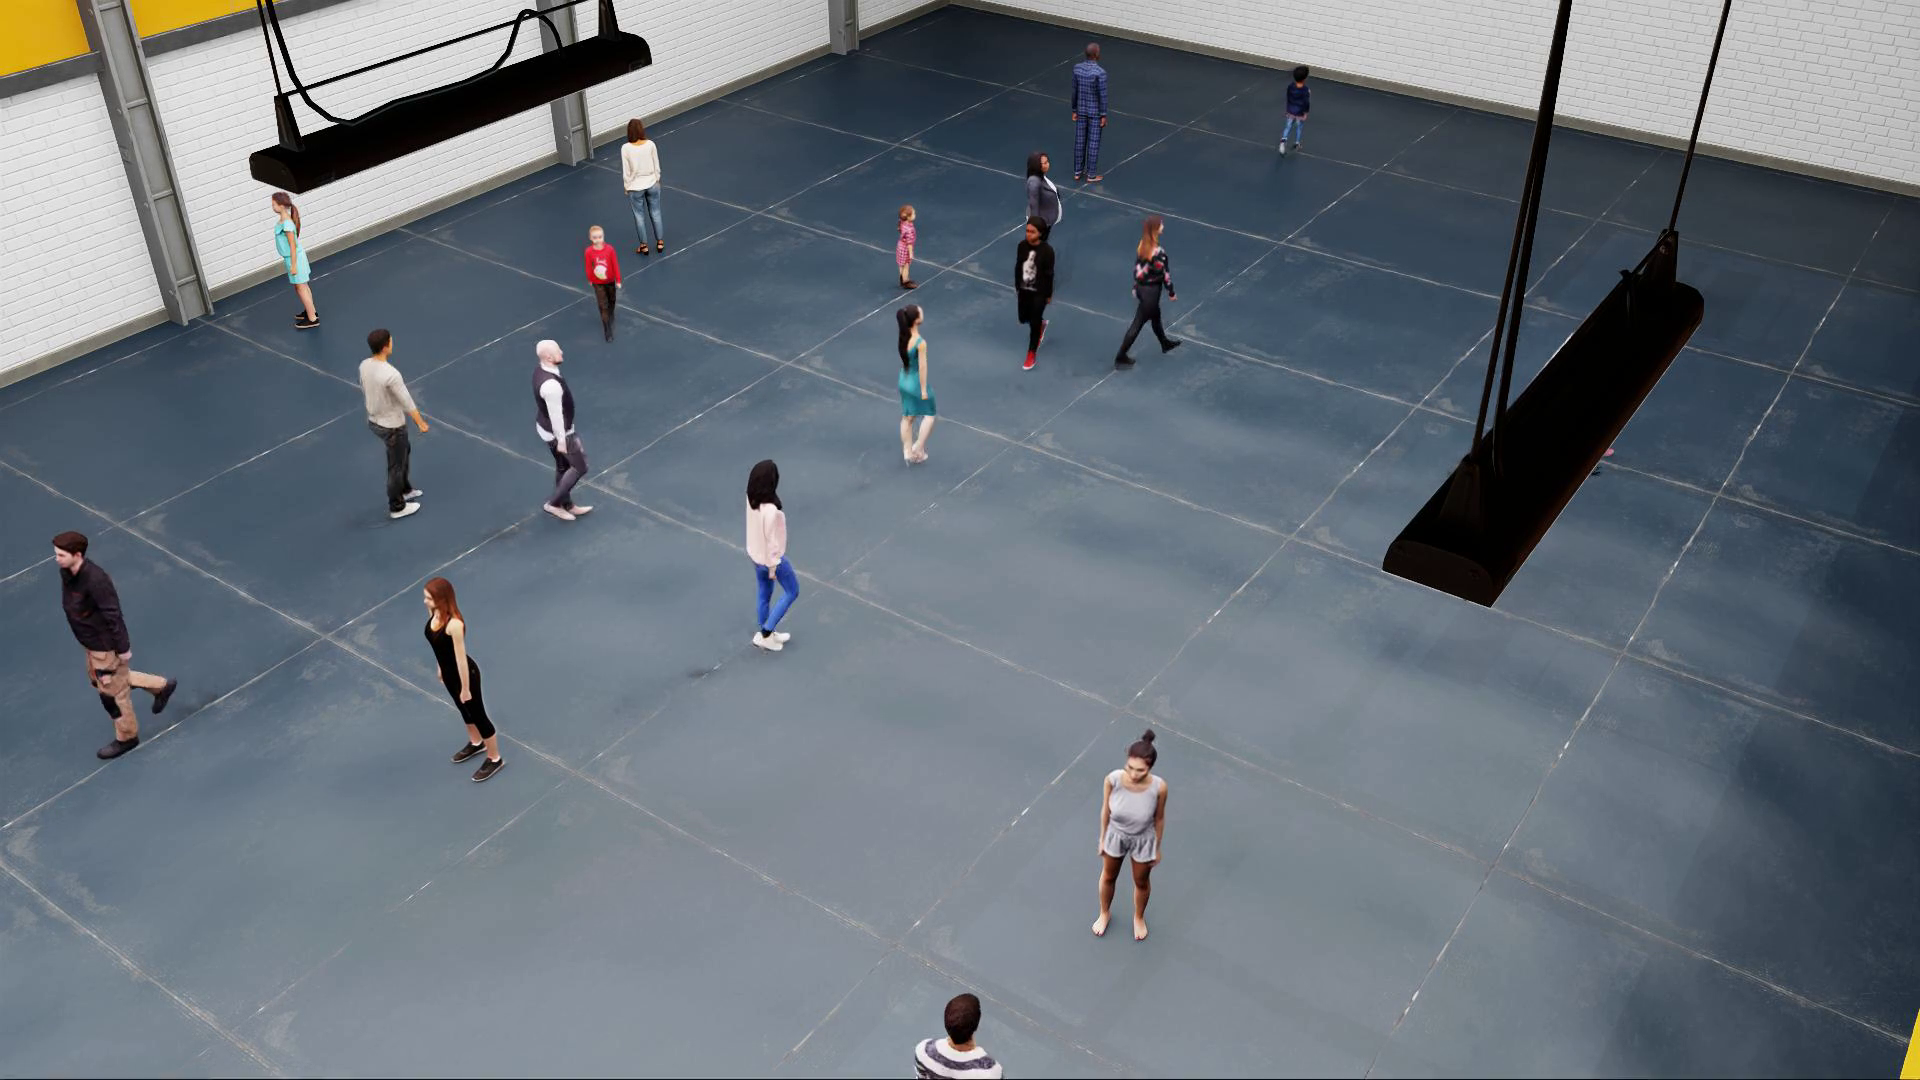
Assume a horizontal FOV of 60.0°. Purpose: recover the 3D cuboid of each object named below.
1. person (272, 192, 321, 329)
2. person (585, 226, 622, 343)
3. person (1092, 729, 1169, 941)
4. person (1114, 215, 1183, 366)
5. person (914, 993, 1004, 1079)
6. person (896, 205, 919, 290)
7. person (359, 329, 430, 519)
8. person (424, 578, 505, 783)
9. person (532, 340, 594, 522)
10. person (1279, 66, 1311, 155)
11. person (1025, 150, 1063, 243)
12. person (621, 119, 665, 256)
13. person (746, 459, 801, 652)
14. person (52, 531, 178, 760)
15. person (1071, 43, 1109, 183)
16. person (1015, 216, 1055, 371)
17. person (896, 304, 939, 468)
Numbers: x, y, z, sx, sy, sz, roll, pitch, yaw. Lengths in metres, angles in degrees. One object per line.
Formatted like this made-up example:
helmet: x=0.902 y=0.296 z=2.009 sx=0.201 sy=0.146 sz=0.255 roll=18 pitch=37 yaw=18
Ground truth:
person: x=-7.358 y=-3.108 z=18.381 sx=0.692 sy=1.558 sz=0.646 roll=-10 pitch=35 yaw=-15
person: x=-3.922 y=-2.872 z=18.296 sx=0.894 sy=1.260 sz=0.865 roll=-12 pitch=35 yaw=-17
person: x=1.109 y=1.906 z=10.766 sx=0.636 sy=1.637 sz=0.631 roll=7 pitch=34 yaw=10
person: x=1.917 y=-2.571 z=17.506 sx=1.144 sy=1.632 sz=0.951 roll=-13 pitch=36 yaw=-19
person: x=-0.047 y=3.165 z=8.716 sx=0.911 sy=1.811 sz=1.187 roll=8 pitch=34 yaw=12
person: x=-0.631 y=-3.408 z=19.317 sx=0.545 sy=1.021 sz=0.496 roll=-12 pitch=35 yaw=-17
person: x=-5.235 y=-1.012 z=15.023 sx=0.742 sy=1.786 sz=0.682 roll=27 pitch=42 yaw=35
person: x=-3.628 y=0.973 z=12.093 sx=0.581 sy=1.722 sz=0.605 roll=-27 pitch=42 yaw=-35
person: x=-3.681 y=-0.950 z=14.904 sx=0.859 sy=1.814 sz=0.825 roll=-15 pitch=37 yaw=-22
person: x=4.602 y=-5.924 z=22.934 sx=0.531 sy=1.207 sz=0.758 roll=20 pitch=39 yaw=27
person: x=0.915 y=-3.745 z=19.304 sx=0.858 sy=1.597 sz=0.775 roll=1 pitch=34 yaw=1
person: x=-3.809 y=-4.245 z=19.979 sx=0.661 sy=1.683 sz=0.762 roll=-13 pitch=36 yaw=-18
person: x=-1.614 y=0.164 z=13.276 sx=0.785 sy=1.761 sz=0.757 roll=-19 pitch=38 yaw=-26
person: x=-6.275 y=0.710 z=12.316 sx=0.737 sy=1.913 sz=0.979 roll=24 pitch=41 yaw=32
person: x=1.705 y=-5.657 z=21.976 sx=0.673 sy=1.824 sz=0.590 roll=20 pitch=39 yaw=27
person: x=0.811 y=-2.664 z=17.623 sx=0.671 sy=1.658 sz=0.926 roll=16 pitch=37 yaw=22
person: x=-0.496 y=-1.428 z=15.748 sx=0.642 sy=1.675 sz=0.637 roll=-26 pitch=41 yaw=-33
